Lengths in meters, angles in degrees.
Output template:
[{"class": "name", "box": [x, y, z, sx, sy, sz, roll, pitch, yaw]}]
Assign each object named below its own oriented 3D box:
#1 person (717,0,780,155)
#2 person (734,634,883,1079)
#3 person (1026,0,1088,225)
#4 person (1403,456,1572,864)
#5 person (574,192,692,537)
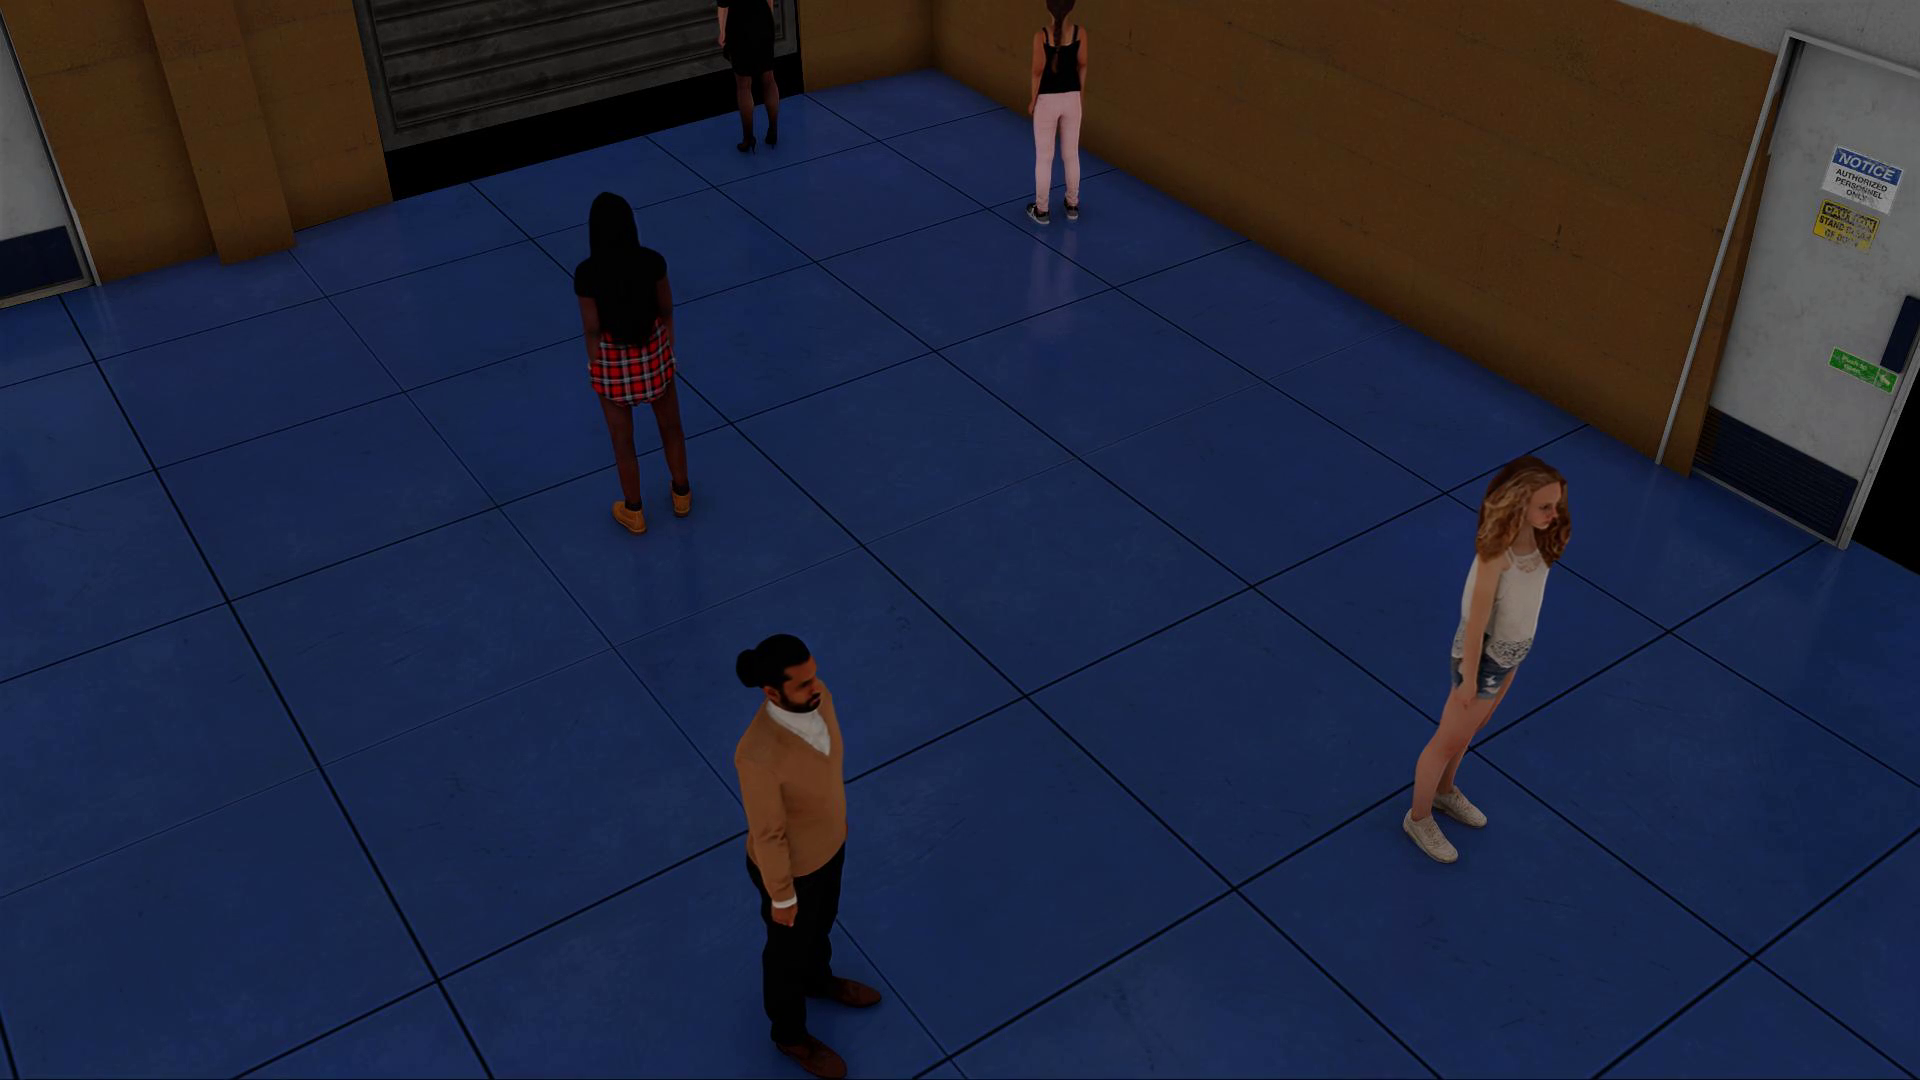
[{"class": "person", "box": [-1.435, -3.472, 11.337, 0.437, 1.707, 0.650, -21, 42, -25]}, {"class": "person", "box": [-0.516, 0.999, 5.355, 0.818, 1.754, 0.732, 11, 38, 14]}, {"class": "person", "box": [0.622, -2.760, 10.521, 0.549, 1.566, 0.653, -9, 38, -12]}, {"class": "person", "box": [1.919, 0.428, 6.112, 0.681, 1.758, 0.511, 29, 46, 33]}, {"class": "person", "box": [-1.534, -0.819, 7.799, 0.544, 1.727, 0.677, -20, 41, -24]}]
